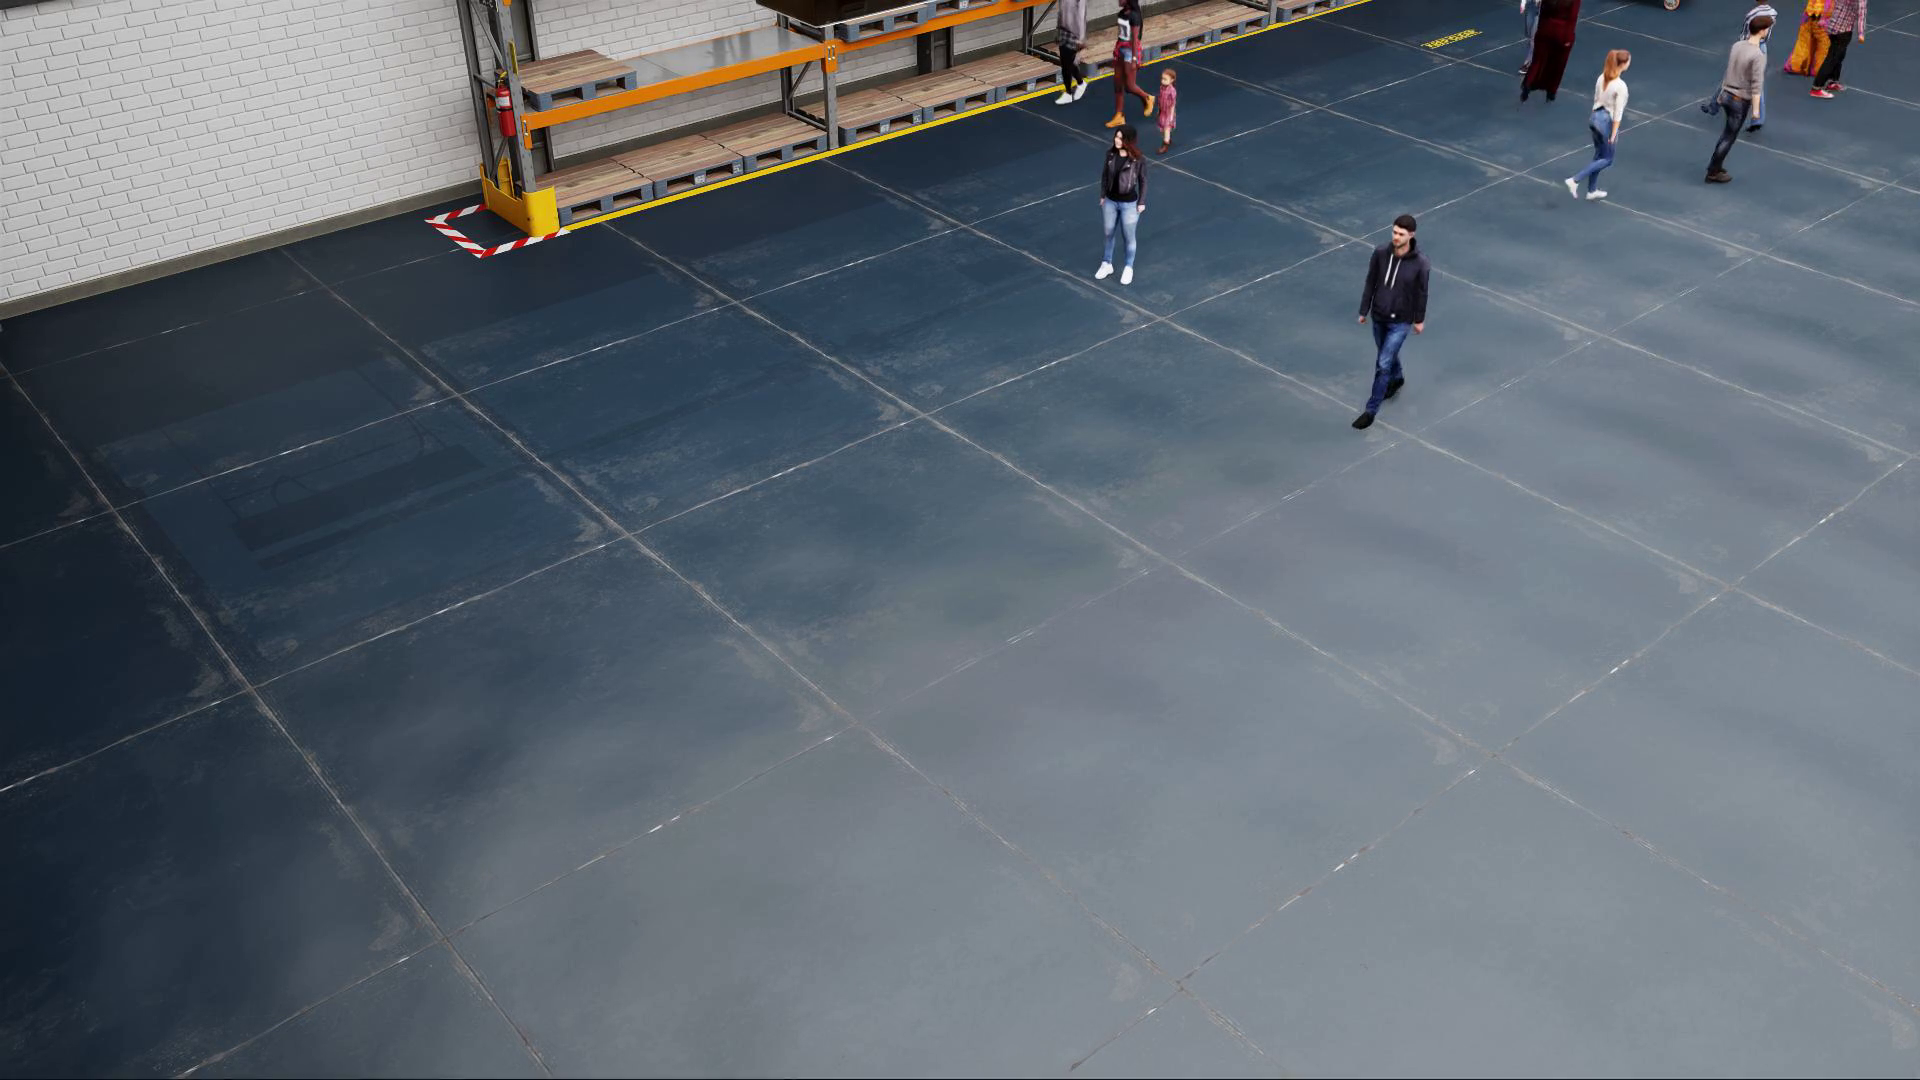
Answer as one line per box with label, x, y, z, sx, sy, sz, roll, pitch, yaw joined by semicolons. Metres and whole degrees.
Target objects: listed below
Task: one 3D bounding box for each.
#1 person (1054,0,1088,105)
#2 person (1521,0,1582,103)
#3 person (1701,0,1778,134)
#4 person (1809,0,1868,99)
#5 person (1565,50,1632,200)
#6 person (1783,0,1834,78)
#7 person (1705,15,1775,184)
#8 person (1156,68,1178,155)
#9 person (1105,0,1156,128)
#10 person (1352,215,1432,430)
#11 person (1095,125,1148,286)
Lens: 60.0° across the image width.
person;1.475;-6.432;21.136;0.674;1.764;0.638;-24;40;-31
person;7.462;-6.328;21.006;0.771;1.736;1.030;25;41;33
person;9.665;-5.787;20.195;1.223;1.732;0.986;-11;35;-16
person;11.258;-6.579;21.373;1.021;1.748;0.967;2;34;2
person;7.031;-4.541;18.345;0.972;1.705;0.807;-10;35;-14
person;11.377;-6.996;22.066;1.007;1.674;0.941;2;34;3
person;8.709;-4.964;18.816;0.812;1.888;0.815;-6;34;-9
person;2.503;-5.135;19.863;0.448;1.015;0.430;-24;40;-31
person;2.125;-5.911;20.404;0.938;1.708;0.690;-18;38;-25
person;3.760;-1.934;14.296;0.798;1.846;1.257;27;42;34
person;1.620;-3.379;16.664;0.703;1.631;0.677;18;37;24
